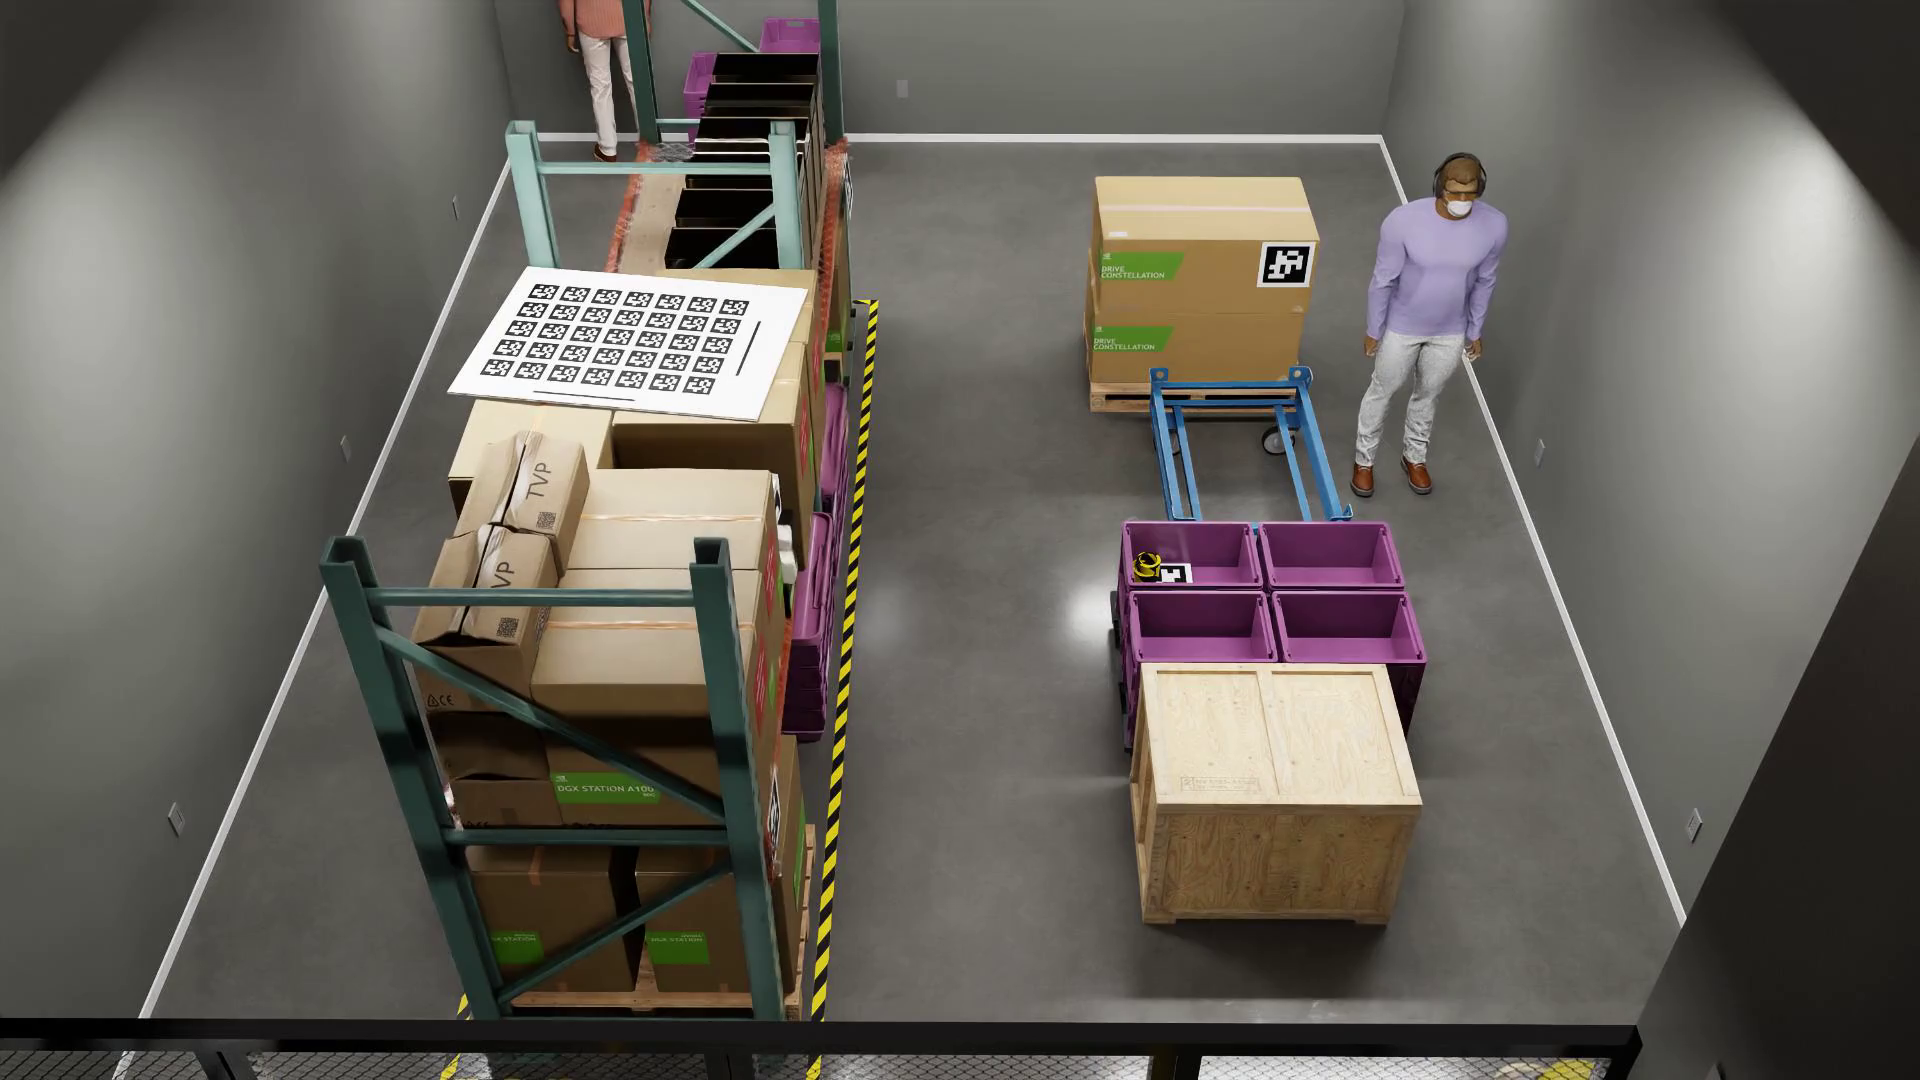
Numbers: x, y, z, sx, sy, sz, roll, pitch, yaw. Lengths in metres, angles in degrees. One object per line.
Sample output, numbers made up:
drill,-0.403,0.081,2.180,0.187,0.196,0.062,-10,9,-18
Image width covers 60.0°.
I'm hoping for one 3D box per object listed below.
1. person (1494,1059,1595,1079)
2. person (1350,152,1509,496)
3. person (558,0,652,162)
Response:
person,1.609,2.064,4.838,0.404,1.835,0.587,6,42,7
person,2.329,-1.061,8.323,0.627,1.941,0.371,-1,41,-1
person,-2.329,-3.422,10.974,0.612,1.995,0.377,-16,44,-18
